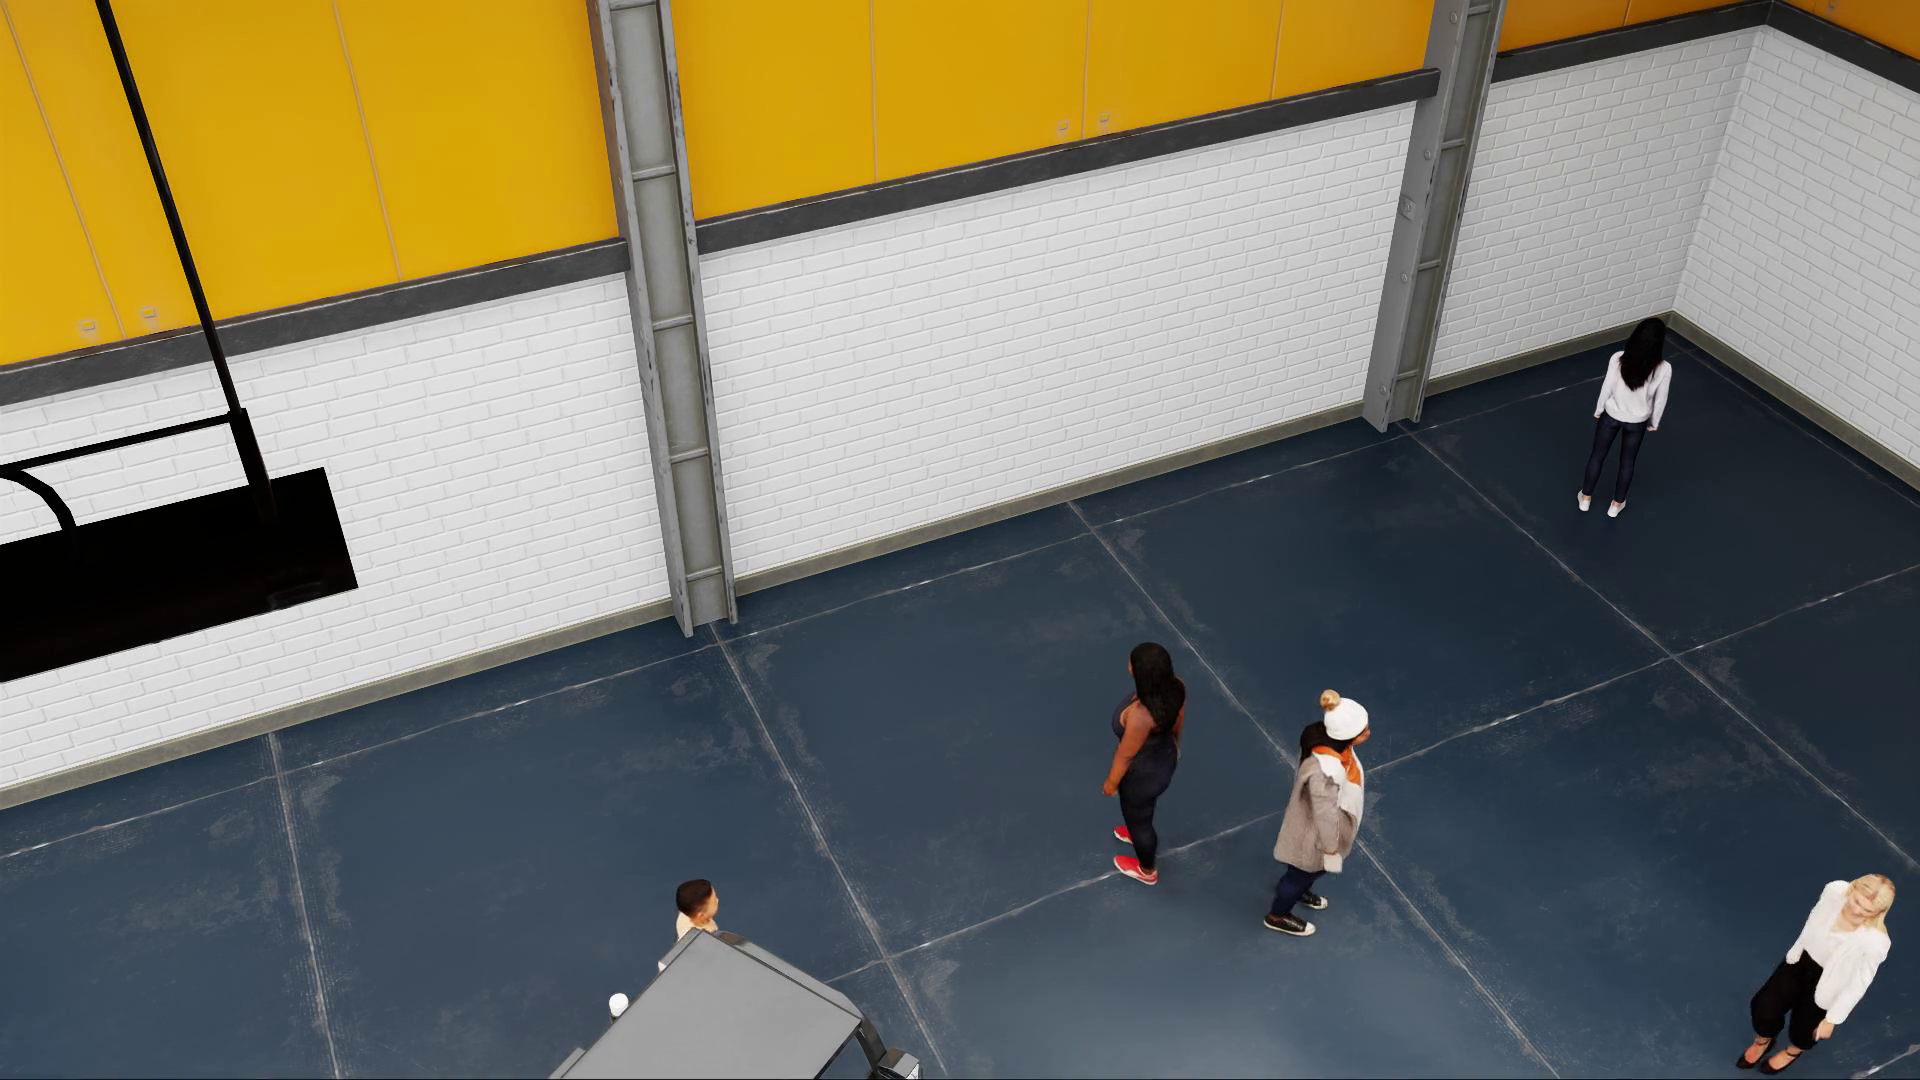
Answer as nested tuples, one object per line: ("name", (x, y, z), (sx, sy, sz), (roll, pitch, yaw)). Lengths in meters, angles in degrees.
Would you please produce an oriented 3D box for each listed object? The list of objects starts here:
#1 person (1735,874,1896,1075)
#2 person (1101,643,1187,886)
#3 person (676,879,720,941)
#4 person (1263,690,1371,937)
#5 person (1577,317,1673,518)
("person", (4.383, 2.215, 8.432), (0.707, 1.819, 0.695), (-5, 39, -6))
("person", (1.136, 1.339, 9.540), (0.866, 1.803, 0.788), (22, 43, 25))
("person", (-1.385, 2.287, 8.643), (0.946, 1.441, 0.535), (-16, 41, -20))
("person", (1.883, 1.528, 9.242), (0.867, 1.880, 0.816), (10, 40, 12))
("person", (4.982, -0.926, 12.459), (0.709, 1.700, 0.760), (15, 41, 17))
